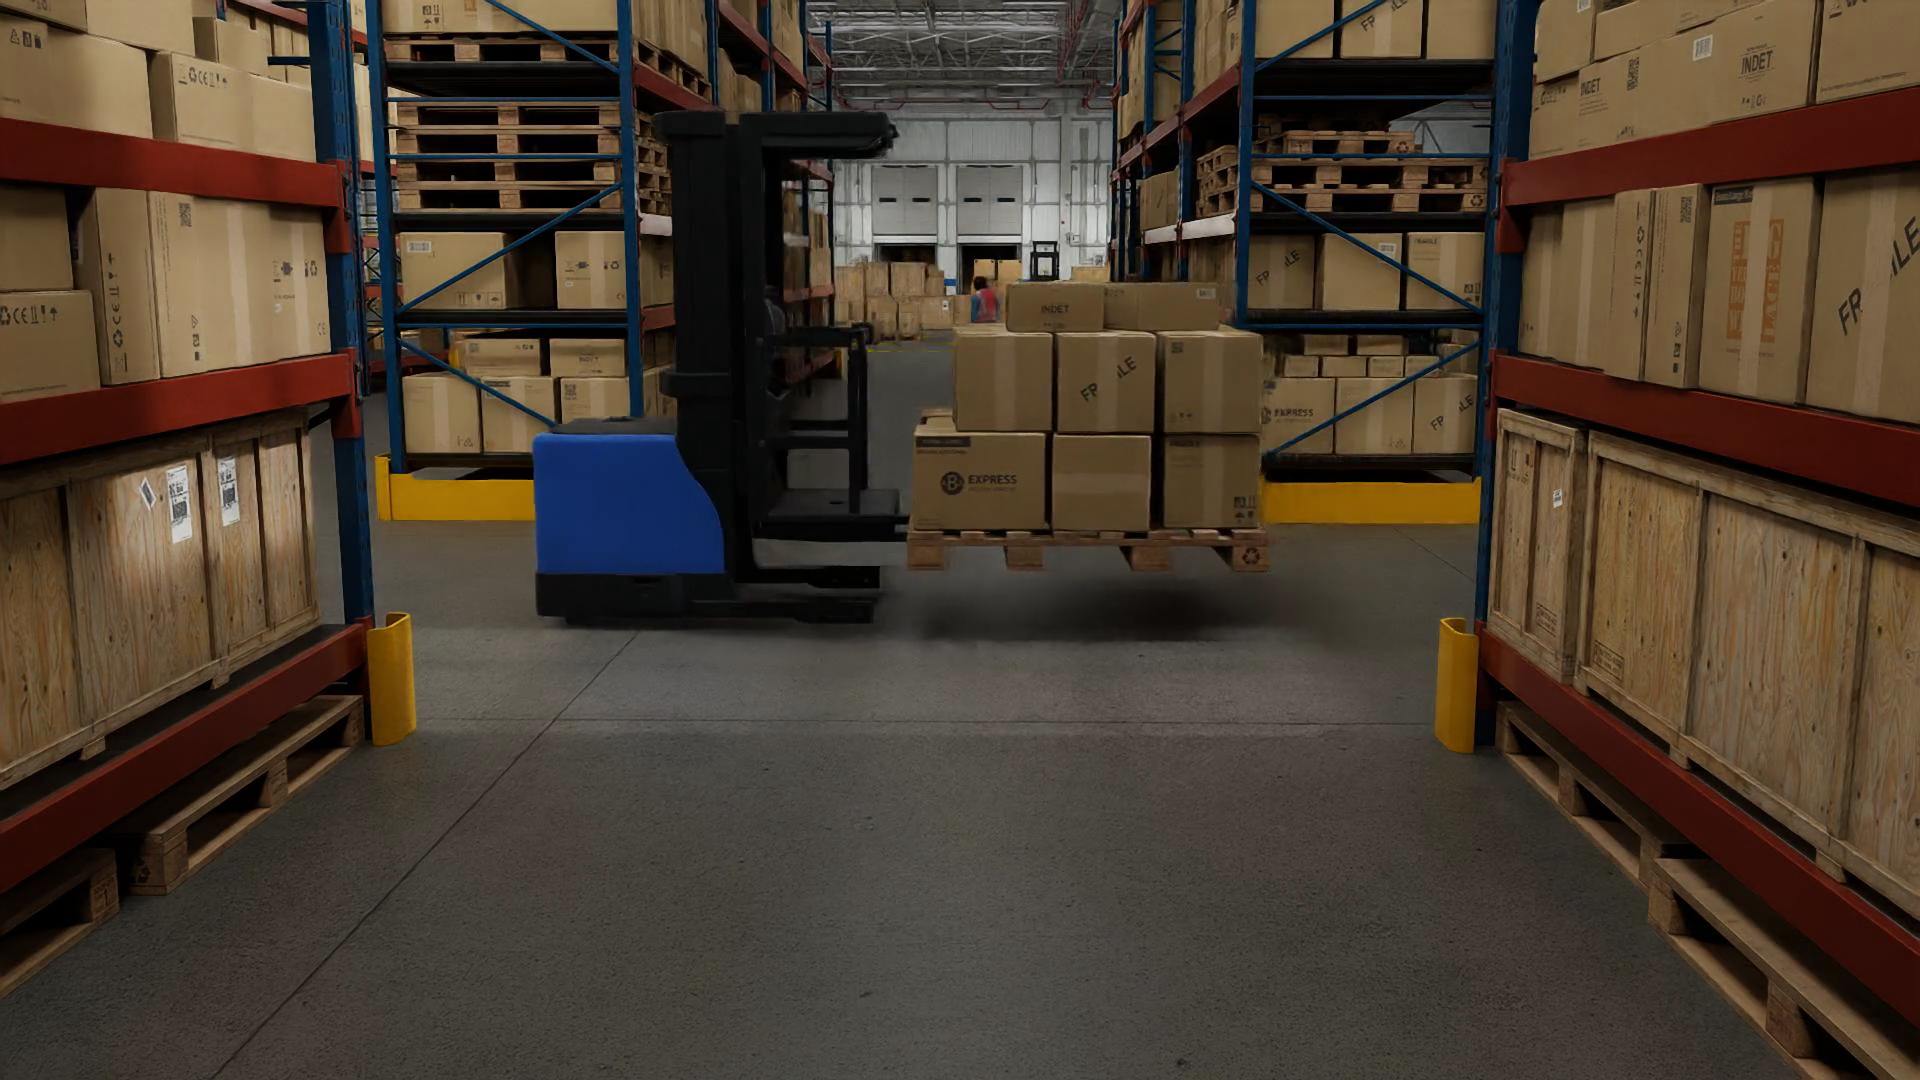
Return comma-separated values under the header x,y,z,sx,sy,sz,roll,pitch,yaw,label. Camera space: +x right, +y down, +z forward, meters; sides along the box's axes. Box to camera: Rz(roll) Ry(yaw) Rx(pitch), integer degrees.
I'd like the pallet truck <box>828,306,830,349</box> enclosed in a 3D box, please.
x,y,z,sx,sy,sz,roll,pitch,yaw,label
-3.100,-3.940,29.800,1.885,1.965,0.823,3,10,19,pallet truck

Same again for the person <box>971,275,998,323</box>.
x,y,z,sx,sy,sz,roll,pitch,yaw,label
0.482,-3.727,29.093,0.724,1.814,0.660,8,12,40,person

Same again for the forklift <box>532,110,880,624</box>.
x,y,z,sx,sy,sz,roll,pitch,yaw,label
-1.426,-0.987,9.472,1.873,2.768,1.129,0,9,0,forklift

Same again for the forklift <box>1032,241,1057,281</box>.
x,y,z,sx,sy,sz,roll,pitch,yaw,label
3.201,-9.896,62.839,1.129,2.768,1.873,0,9,1,forklift
